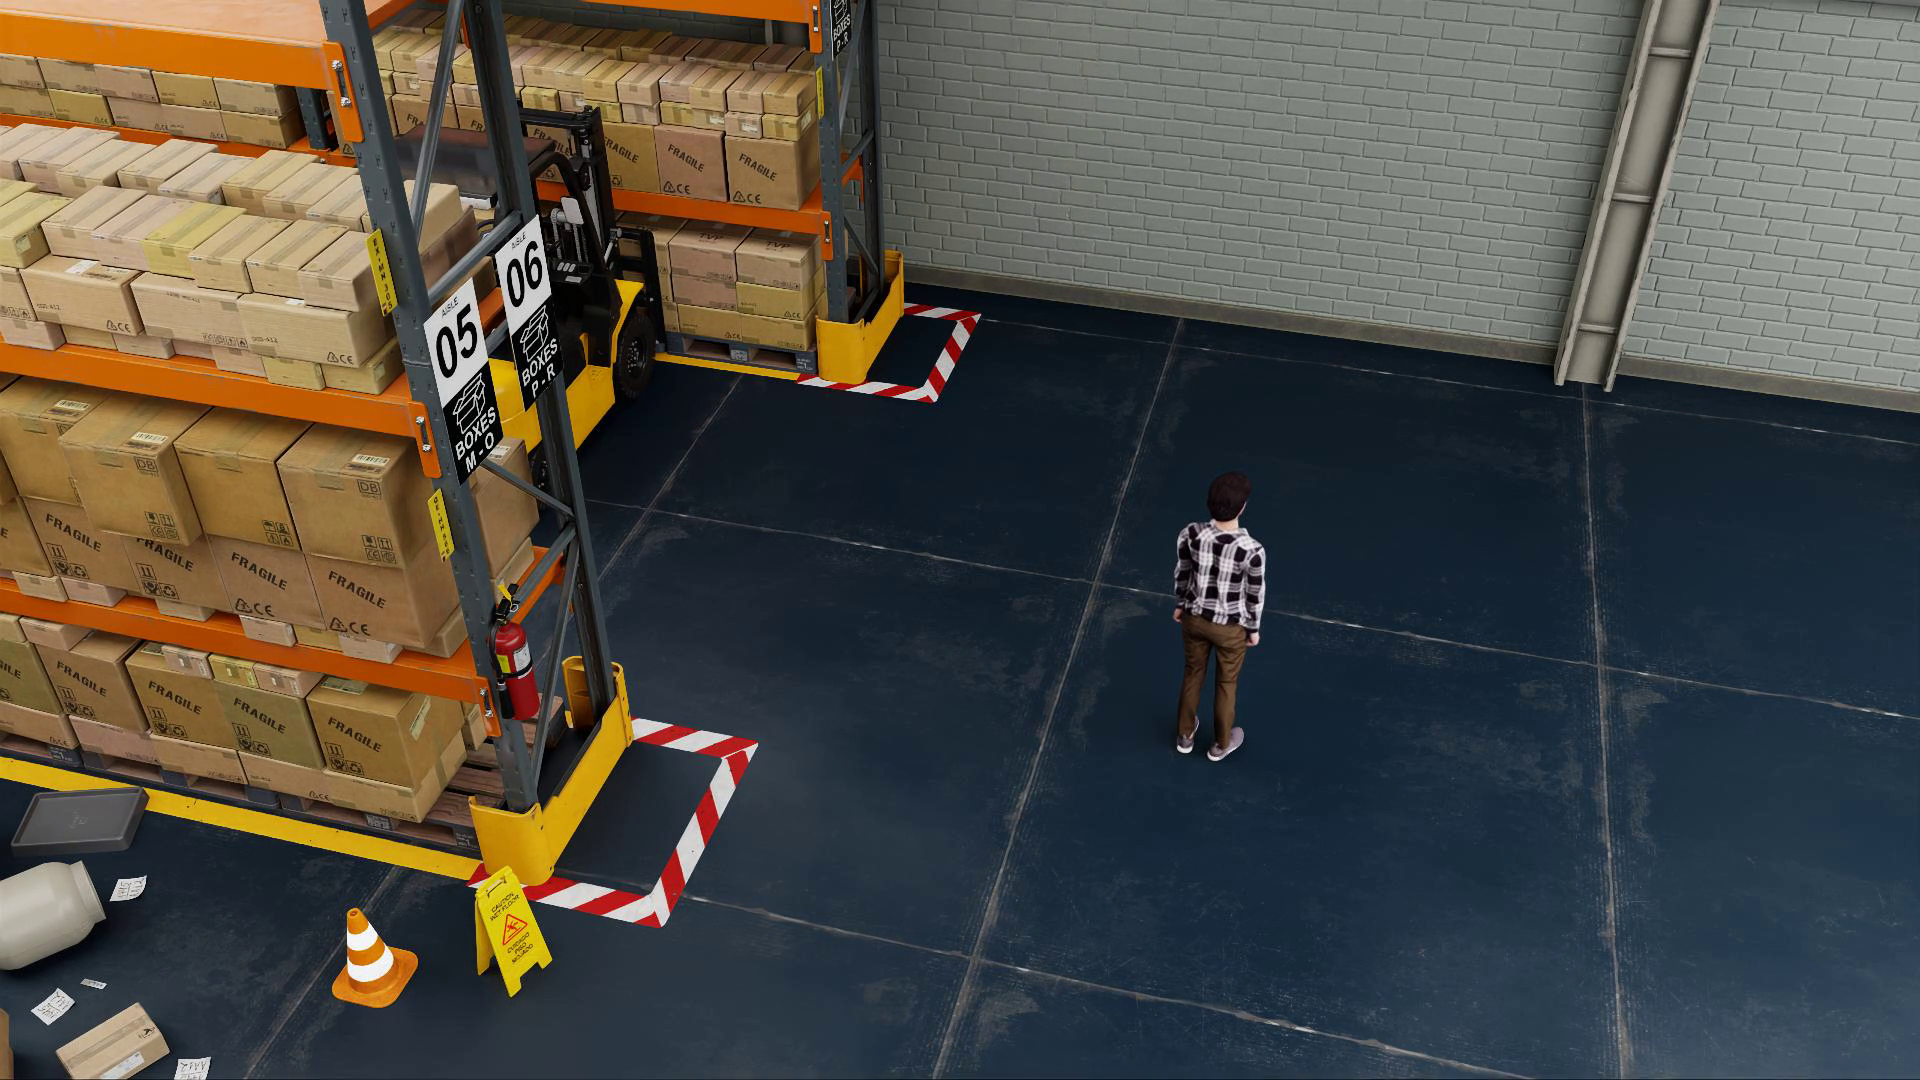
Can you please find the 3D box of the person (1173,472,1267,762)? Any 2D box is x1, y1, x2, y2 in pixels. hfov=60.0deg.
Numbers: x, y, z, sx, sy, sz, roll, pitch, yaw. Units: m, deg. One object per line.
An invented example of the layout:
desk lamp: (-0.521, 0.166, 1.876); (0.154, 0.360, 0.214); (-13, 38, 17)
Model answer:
person: (1.337, 0.408, 8.653); (0.545, 1.808, 0.732); (17, 41, 22)
